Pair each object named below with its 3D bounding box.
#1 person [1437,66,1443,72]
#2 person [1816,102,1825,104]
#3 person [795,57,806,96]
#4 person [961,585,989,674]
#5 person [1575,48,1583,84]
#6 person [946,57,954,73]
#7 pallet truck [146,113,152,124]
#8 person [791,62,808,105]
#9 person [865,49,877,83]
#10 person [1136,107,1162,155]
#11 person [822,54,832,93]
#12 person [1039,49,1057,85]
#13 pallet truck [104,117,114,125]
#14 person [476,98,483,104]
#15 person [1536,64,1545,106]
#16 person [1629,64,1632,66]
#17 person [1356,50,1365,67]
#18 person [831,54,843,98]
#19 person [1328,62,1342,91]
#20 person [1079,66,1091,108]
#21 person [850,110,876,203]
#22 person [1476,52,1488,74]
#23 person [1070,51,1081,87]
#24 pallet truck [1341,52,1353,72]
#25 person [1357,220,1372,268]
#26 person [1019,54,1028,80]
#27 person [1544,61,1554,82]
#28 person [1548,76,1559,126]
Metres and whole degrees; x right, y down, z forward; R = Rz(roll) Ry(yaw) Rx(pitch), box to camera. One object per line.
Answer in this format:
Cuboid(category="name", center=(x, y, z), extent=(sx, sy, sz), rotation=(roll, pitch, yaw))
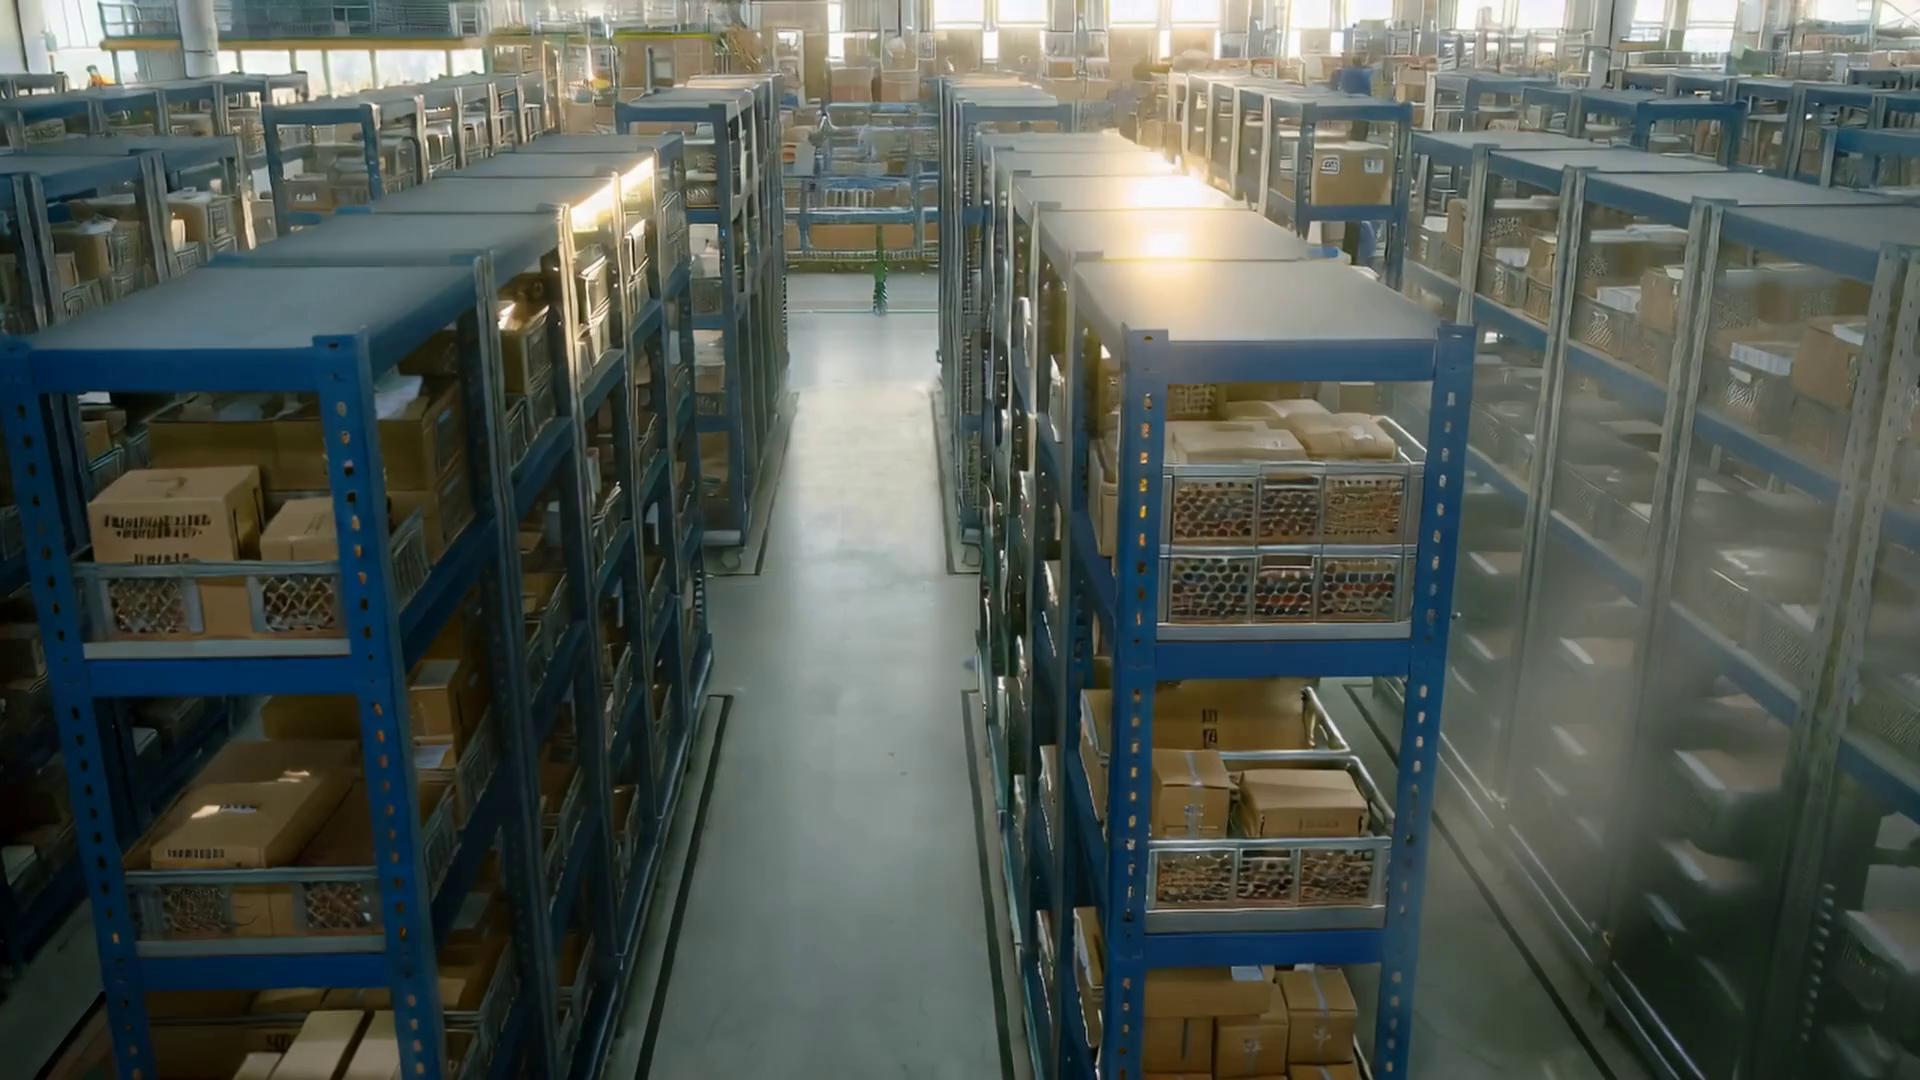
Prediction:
Cuboid(category="person", center=(18.571, -17.491, 64.902), extent=(0.579, 1.937, 0.541), rotation=(15, 23, 38))
Cuboid(category="person", center=(21.967, -10.319, 42.705), extent=(0.553, 1.935, 0.363), rotation=(6, 19, 18))
Cuboid(category="person", center=(-7.669, -22.327, 79.918), extent=(0.555, 1.912, 0.823), rotation=(-6, 19, -19))
Cuboid(category="person", center=(0.492, -0.063, 10.934), extent=(0.892, 1.965, 0.609), rotation=(-7, 19, -22))
Cuboid(category="person", center=(34.101, -26.103, 91.567), extent=(0.593, 1.925, 0.384), rotation=(-7, 19, -21))
Cuboid(category="person", center=(-0.473, -21.263, 76.618), extent=(0.379, 1.911, 0.589), rotation=(10, 20, 28))
Cuboid(category="pallet truck", center=(-18.087, -8.309, 36.390), extent=(1.885, 1.965, 0.823), rotation=(-1, 18, -4))
Cuboid(category="person", center=(-7.039, -19.747, 71.997), extent=(0.595, 1.877, 0.979), rotation=(15, 23, 39))
Cuboid(category="person", center=(-4.968, -26.592, 93.285), extent=(0.635, 1.794, 0.918), rotation=(15, 23, 39))
Cuboid(category="person", center=(4.685, -9.806, 41.307), extent=(0.622, 1.817, 0.430), rotation=(-1, 18, -2))
Cuboid(category="person", center=(-6.567, -23.143, 82.508), extent=(0.516, 1.871, 0.579), rotation=(2, 18, 6))
Cuboid(category="person", center=(4.777, -25.774, 90.613), extent=(1.011, 1.892, 0.624), rotation=(-2, 18, -6))
Cuboid(category="pallet truck", center=(-18.367, -7.885, 35.078), extent=(1.885, 1.965, 0.823), rotation=(1, 18, 2))
Cuboid(category="person", center=(-17.348, -15.988, 60.414), extent=(0.549, 1.840, 0.343), rotation=(-15, 23, -38))
Cuboid(category="person", center=(24.099, -18.858, 69.264), extent=(0.525, 1.859, 0.317), rotation=(-10, 20, -27))
Cuboid(category="person", center=(32.163, -22.514, 80.453), extent=(0.627, 1.934, 0.371), rotation=(-1, 18, -4))
Cuboid(category="person", center=(21.111, -24.929, 87.933), extent=(0.587, 1.928, 0.363), rotation=(-12, 21, -32))
Cuboid(category="person", center=(-5.772, -21.840, 78.272), extent=(0.613, 1.991, 0.392), rotation=(-12, 21, -33))
Cuboid(category="person", center=(15.866, -19.261, 70.460), extent=(0.573, 1.879, 1.001), rotation=(4, 18, 13))
Cuboid(category="person", center=(5.316, -19.280, 70.784), extent=(0.493, 1.714, 0.752), rotation=(-13, 22, -35))
Cuboid(category="person", center=(-2.167, -8.492, 36.934), extent=(0.763, 2.019, 0.610), rotation=(-6, 19, -19))
Cuboid(category="person", center=(25.486, -22.755, 81.025), extent=(0.707, 2.000, 0.691), rotation=(5, 19, 15))
Cuboid(category="person", center=(6.130, -24.980, 88.251), extent=(0.589, 1.824, 0.654), rotation=(-3, 18, -9))
Cuboid(category="pallet truck", center=(18.794, -23.123, 82.231), extent=(0.823, 1.965, 1.885), rotation=(-13, 22, -35))
Cuboid(category="person", center=(5.365, -3.673, 22.486), extent=(0.925, 1.710, 0.549), rotation=(1, 18, 4))
Cuboid(category="person", center=(3.260, -23.885, 84.914), extent=(0.943, 1.801, 0.639), rotation=(-1, 18, -4))
Cuboid(category="person", center=(25.410, -19.746, 71.965), extent=(0.347, 1.882, 0.584), rotation=(17, 24, 42))
Cuboid(category="person", center=(21.561, -15.929, 60.369), extent=(0.474, 1.753, 0.558), rotation=(-5, 19, -15))
